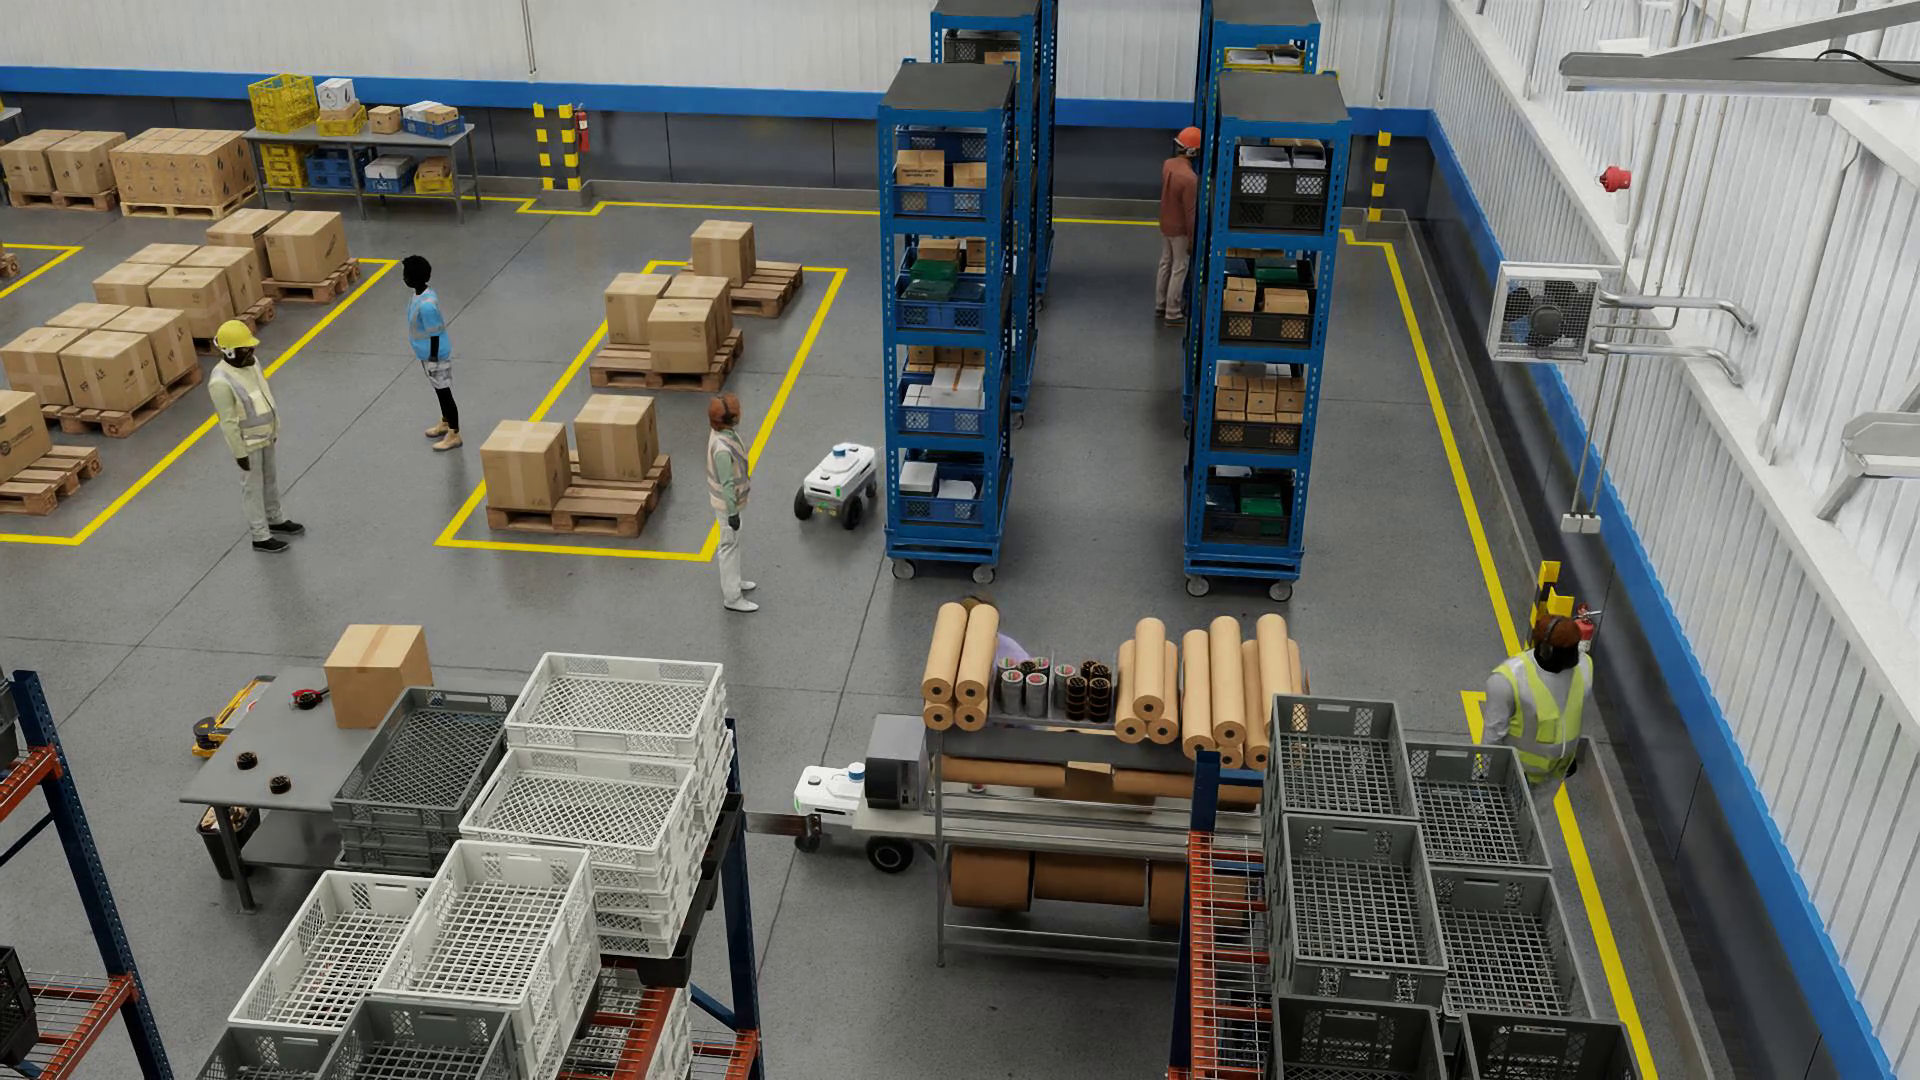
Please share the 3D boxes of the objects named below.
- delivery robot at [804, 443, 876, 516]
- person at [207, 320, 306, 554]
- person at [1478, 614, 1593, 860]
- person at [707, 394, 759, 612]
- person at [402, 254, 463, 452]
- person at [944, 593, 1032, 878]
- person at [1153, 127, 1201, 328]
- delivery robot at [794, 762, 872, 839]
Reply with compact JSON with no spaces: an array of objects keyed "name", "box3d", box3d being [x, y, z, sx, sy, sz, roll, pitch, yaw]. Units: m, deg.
[{"name":"delivery robot","box3d":[-0.948,-0.518,13.167,0.477,0.478,0.707,12,32,19]},{"name":"person","box3d":[-5.293,-0.786,12.467,0.403,1.827,0.595,2,30,4]},{"name":"person","box3d":[3.102,1.201,9.032,0.635,1.842,0.429,-10,32,-17]},{"name":"person","box3d":[-1.621,-0.273,11.764,0.306,1.637,0.524,-4,30,-7]},{"name":"person","box3d":[-4.435,-1.577,13.947,0.318,1.697,0.535,-13,33,-22]},{"name":"person","box3d":[0.122,1.101,9.126,0.630,1.930,0.380,19,35,29]},{"name":"person","box3d":[2.150,-3.040,16.184,0.410,1.982,0.627,-10,32,-17]},{"name":"delivery robot","box3d":[-0.595,1.514,9.675,0.707,0.478,0.477,6,31,10]}]
